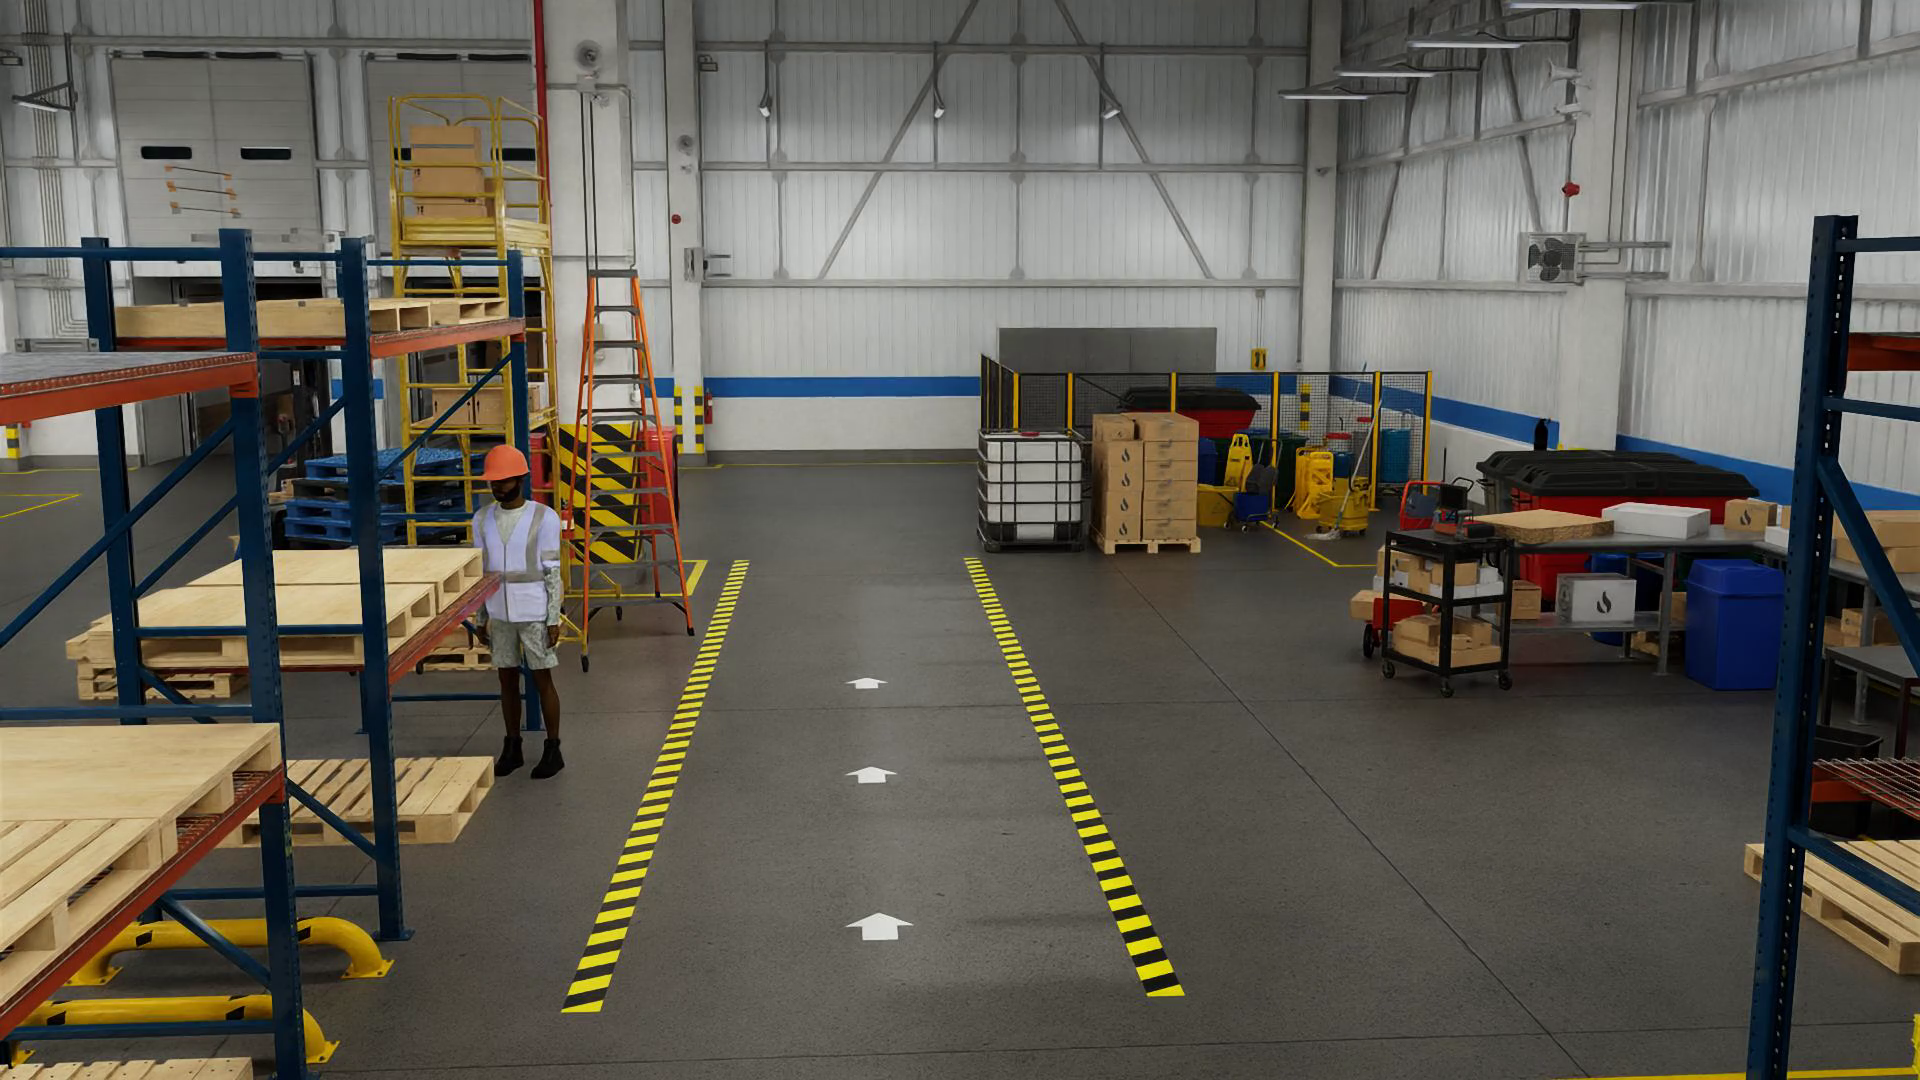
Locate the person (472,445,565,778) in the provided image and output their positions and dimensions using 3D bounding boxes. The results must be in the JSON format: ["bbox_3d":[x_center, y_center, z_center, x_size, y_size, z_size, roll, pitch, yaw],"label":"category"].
[{"bbox_3d":[-2.540,0.415,9.522,0.544,1.932,0.375,2,9,14],"label":"person"}]

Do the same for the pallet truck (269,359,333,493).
[{"bbox_3d":[-7.062,-1.131,18.996,1.885,1.965,0.823,2,9,13],"label":"pallet truck"}]
